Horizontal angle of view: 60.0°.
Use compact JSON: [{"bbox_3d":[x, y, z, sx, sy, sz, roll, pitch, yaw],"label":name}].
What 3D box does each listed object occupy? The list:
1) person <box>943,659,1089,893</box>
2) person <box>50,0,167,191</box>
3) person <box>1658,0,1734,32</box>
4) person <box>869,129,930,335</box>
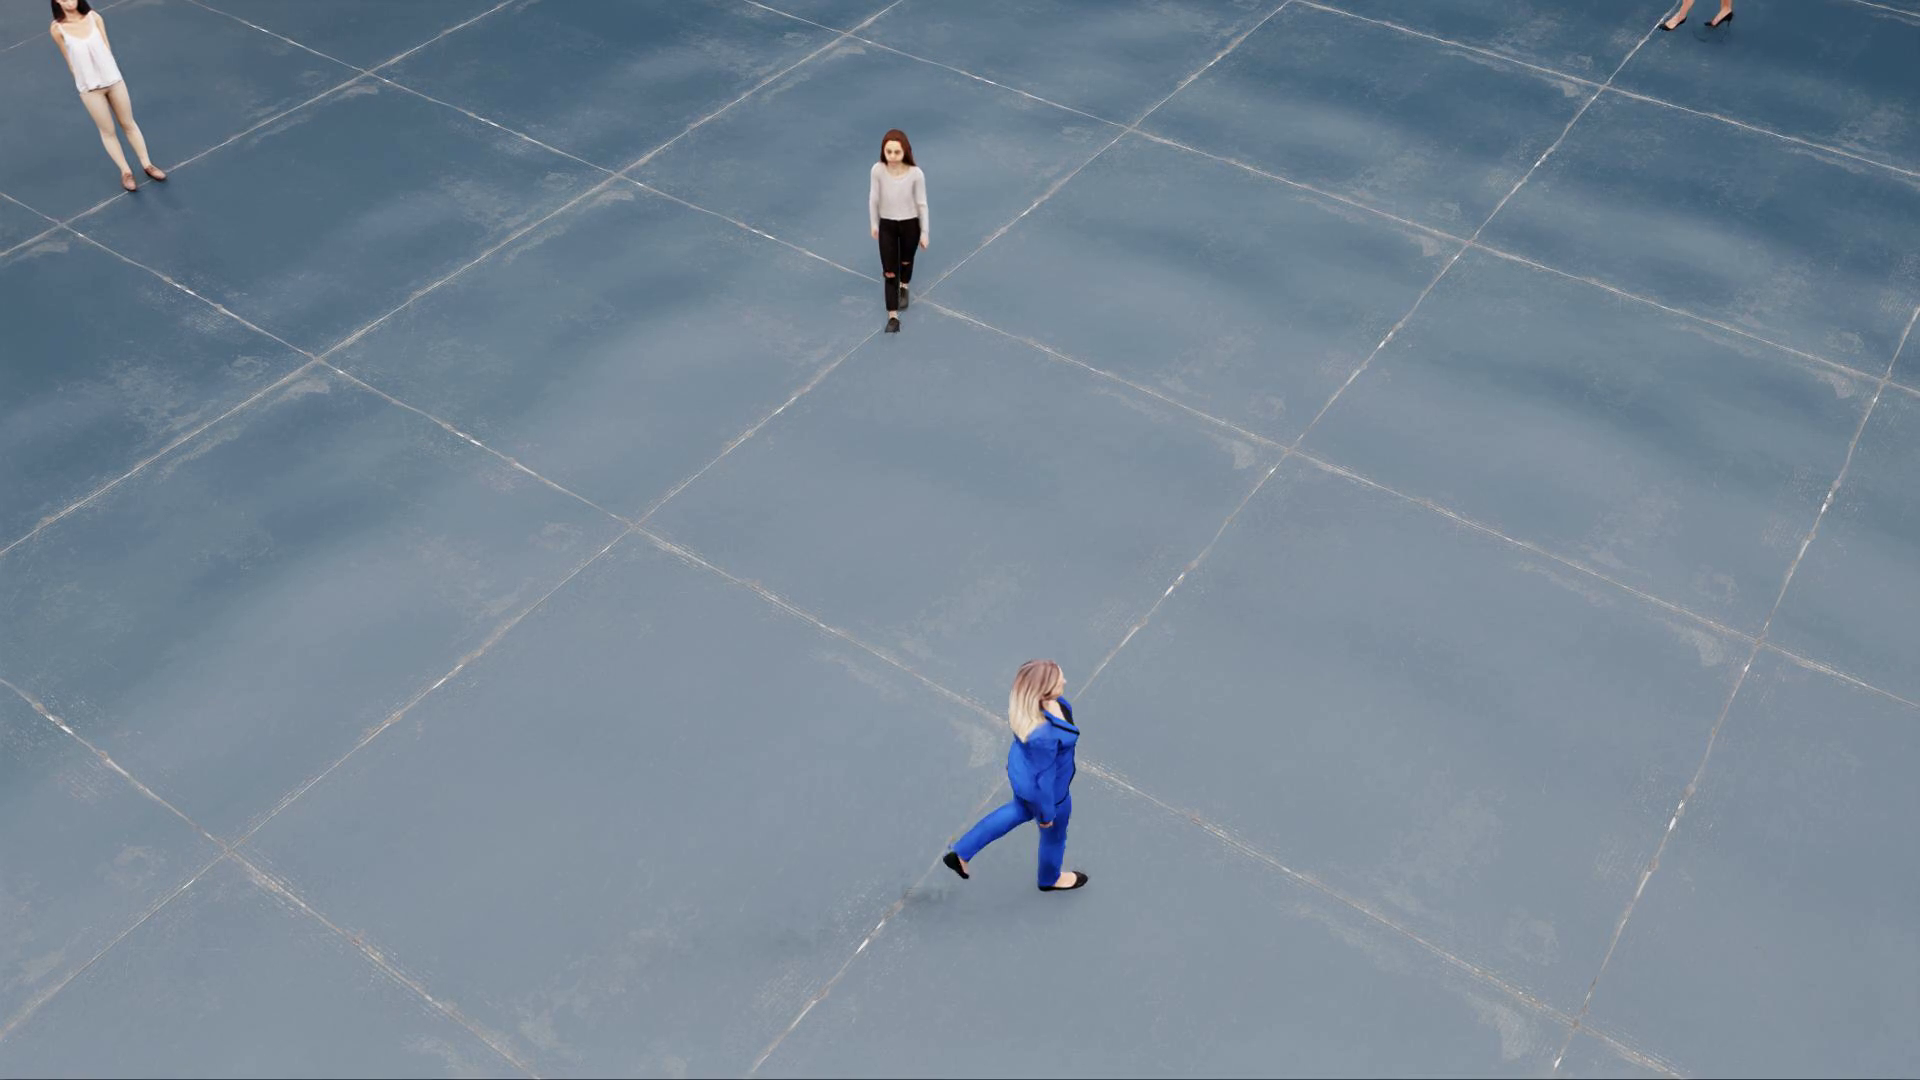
[{"bbox_3d":[0.273,1.141,7.763,1.035,1.682,0.998,-9,44,-9],"label":"person"},{"bbox_3d":[-6.625,-3.523,12.779,0.578,1.653,0.653,26,49,25],"label":"person"},{"bbox_3d":[6.767,-5.188,14.606,1.004,1.592,0.887,2,43,2],"label":"person"},{"bbox_3d":[-0.409,-2.199,11.508,0.961,1.453,0.931,1,43,1],"label":"person"}]
